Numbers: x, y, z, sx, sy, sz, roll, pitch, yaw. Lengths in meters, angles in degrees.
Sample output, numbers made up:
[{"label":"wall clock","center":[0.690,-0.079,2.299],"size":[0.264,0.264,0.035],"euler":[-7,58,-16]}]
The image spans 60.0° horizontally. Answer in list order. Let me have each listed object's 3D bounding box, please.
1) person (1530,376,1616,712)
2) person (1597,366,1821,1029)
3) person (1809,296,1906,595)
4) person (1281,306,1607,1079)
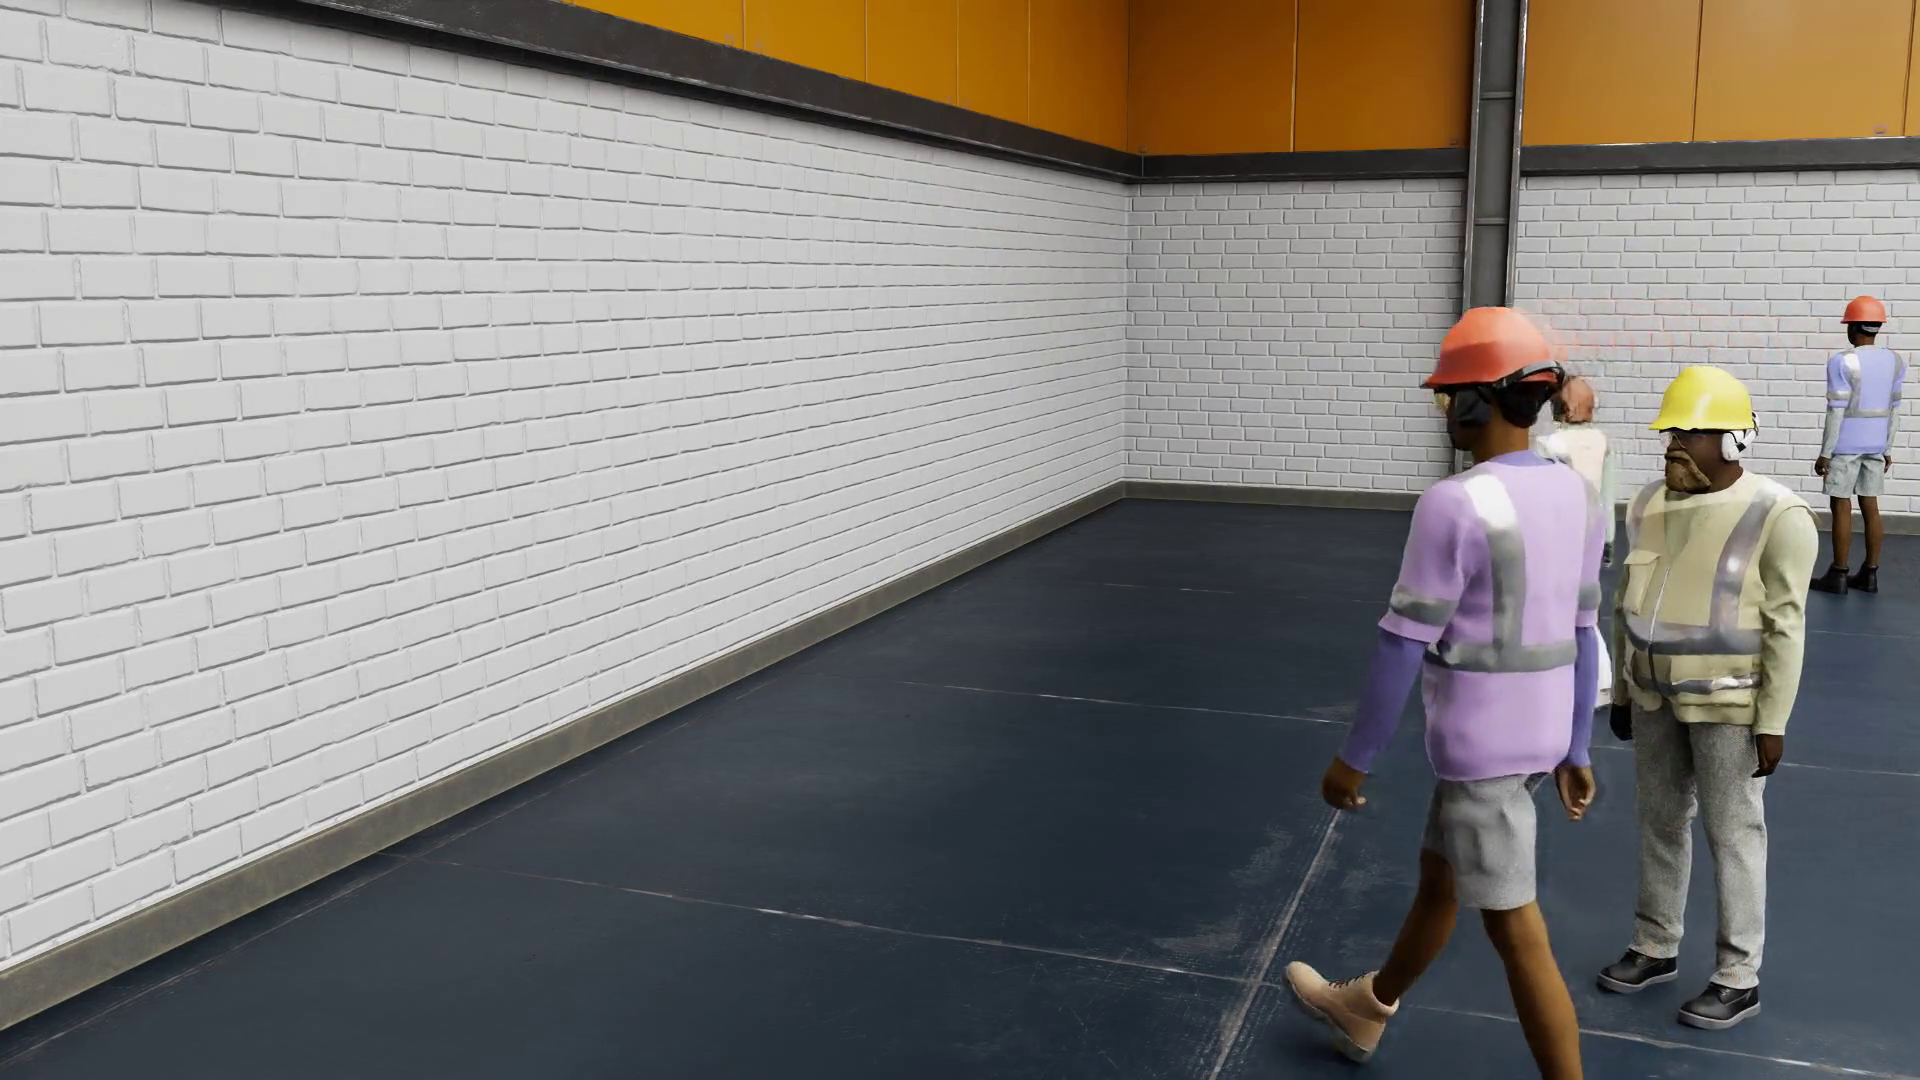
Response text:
[{"label":"person","center":[2.946,0.004,8.036],"size":[0.528,1.594,0.883],"euler":[-5,10,-29]},{"label":"person","center":[2.057,0.429,4.657],"size":[0.403,1.827,0.596],"euler":[-5,10,-26]},{"label":"person","center":[5.815,-0.612,10.825],"size":[0.553,1.935,0.362],"euler":[-2,9,-14]},{"label":"person","center":[1.166,0.454,3.966],"size":[0.614,1.991,1.030],"euler":[-8,12,-42]}]
